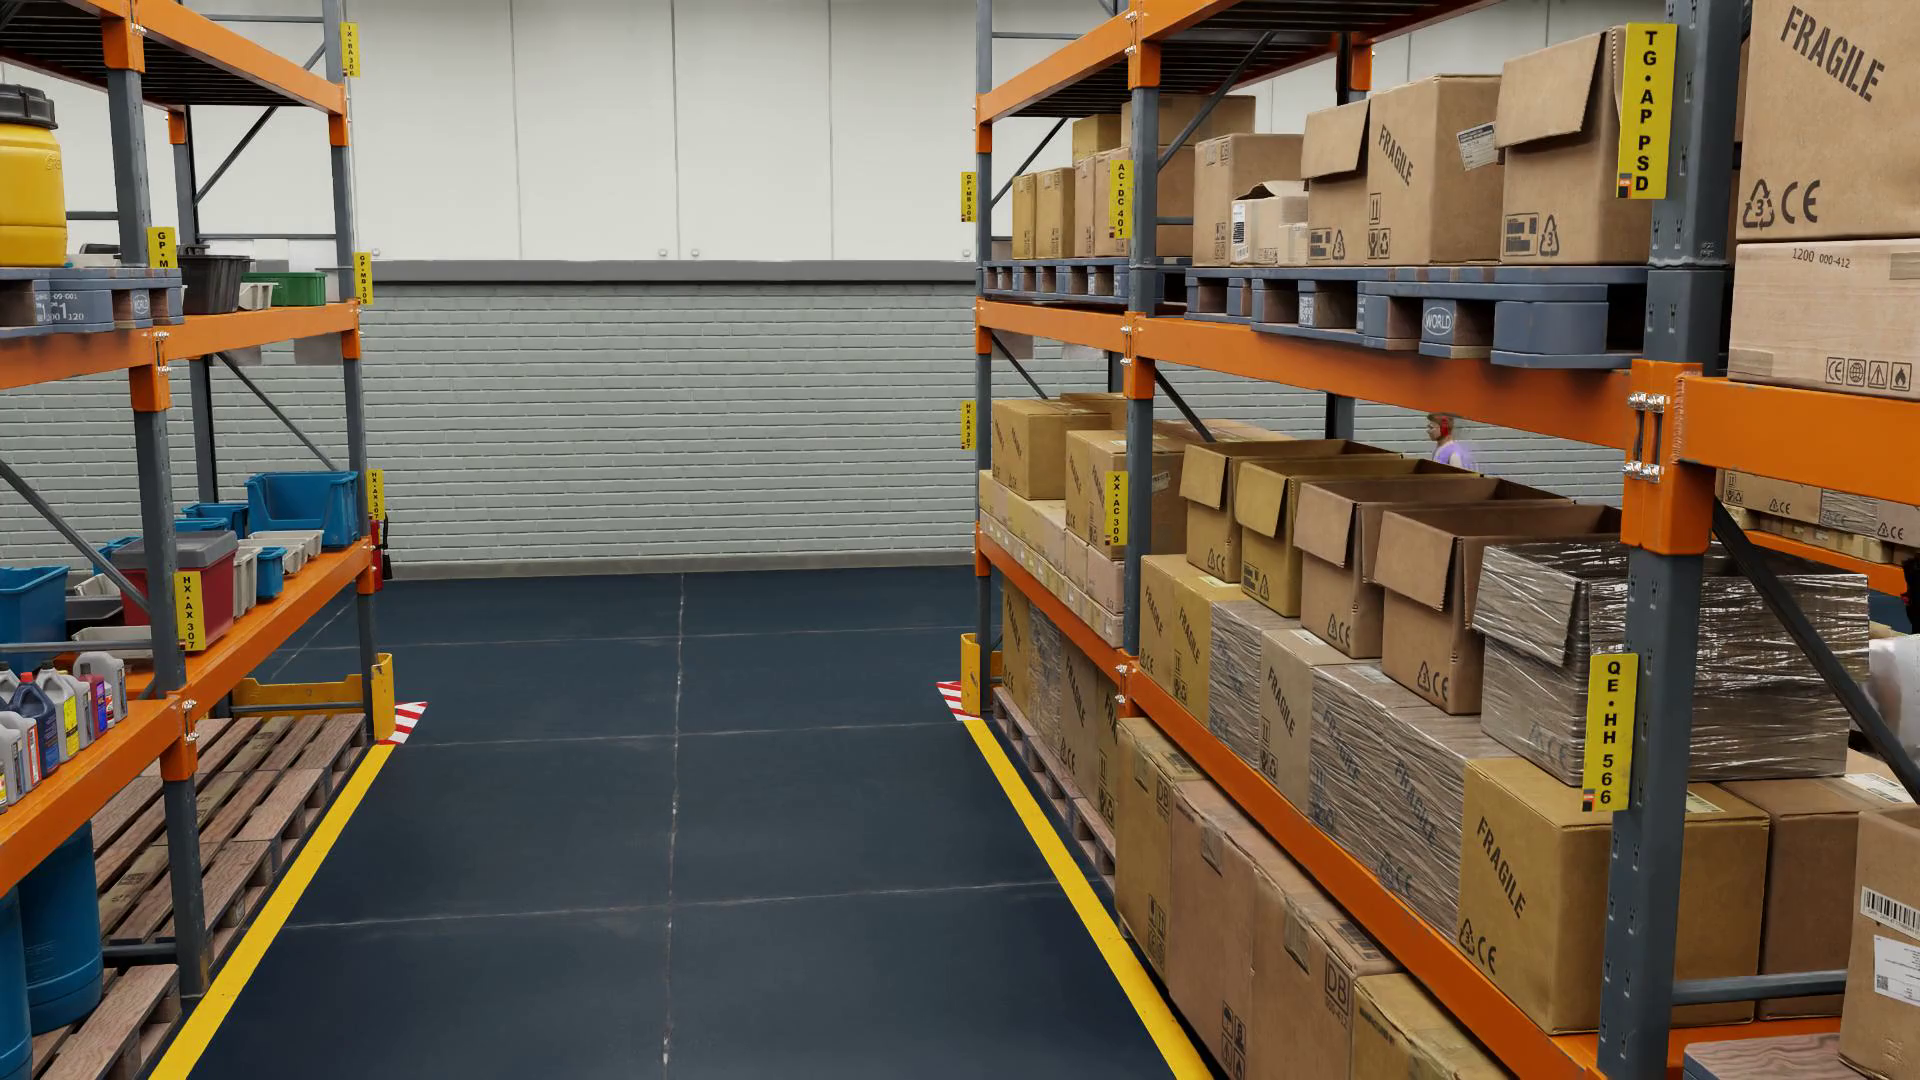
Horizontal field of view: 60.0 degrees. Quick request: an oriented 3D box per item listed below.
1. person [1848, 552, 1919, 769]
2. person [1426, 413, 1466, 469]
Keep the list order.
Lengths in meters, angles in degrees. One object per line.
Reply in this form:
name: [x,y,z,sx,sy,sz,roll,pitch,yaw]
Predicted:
person: [3.746,1.004,6.568,0.643,1.951,0.417,2,9,11]
person: [4.231,-0.247,14.784,0.975,1.789,0.587,1,9,7]
